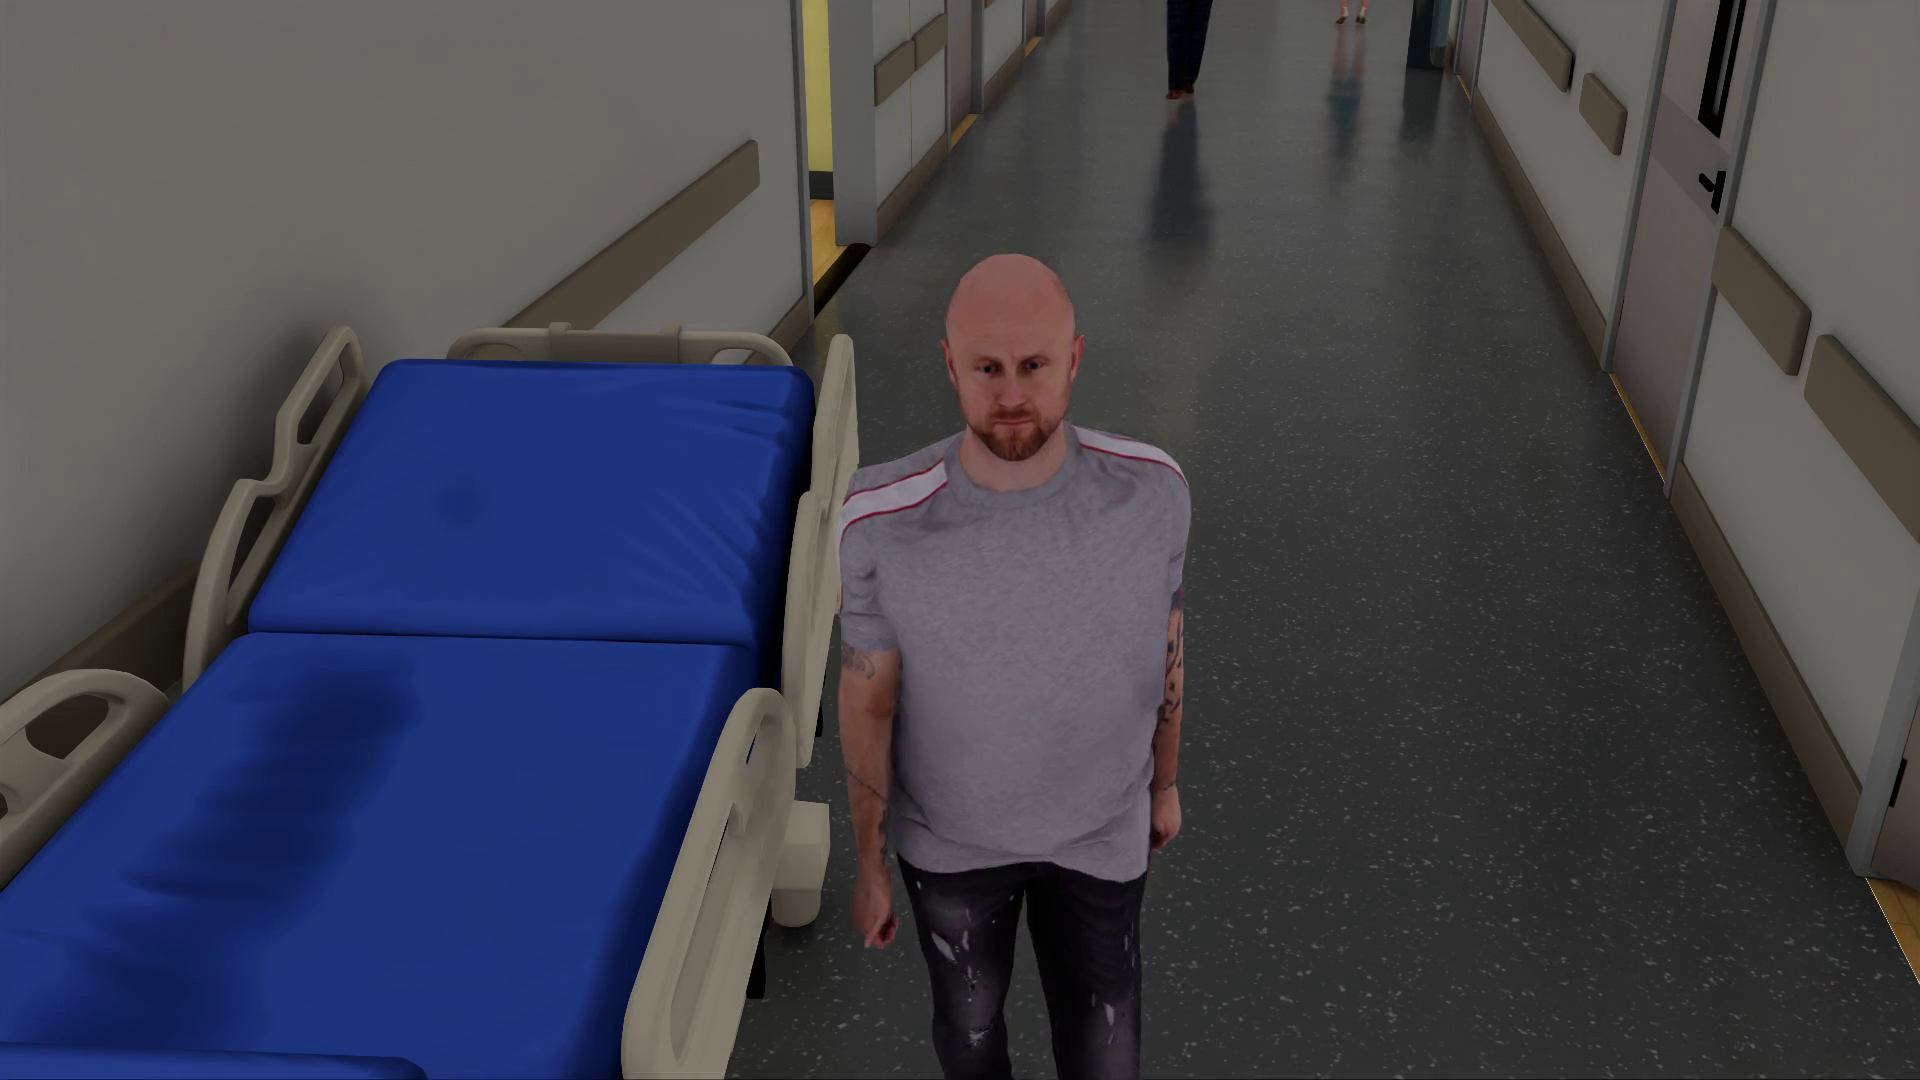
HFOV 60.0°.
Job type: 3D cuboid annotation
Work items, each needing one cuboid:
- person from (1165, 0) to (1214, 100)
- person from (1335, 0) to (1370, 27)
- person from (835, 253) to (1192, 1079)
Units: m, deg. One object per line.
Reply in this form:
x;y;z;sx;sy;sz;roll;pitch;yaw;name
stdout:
1.704;-4.137;12.075;0.933;1.793;0.766;4;26;8;person
3.676;-5.555;15.195;0.511;1.636;0.665;-4;26;-8;person
0.091;0.407;2.634;0.947;1.808;0.847;-1;26;-1;person
